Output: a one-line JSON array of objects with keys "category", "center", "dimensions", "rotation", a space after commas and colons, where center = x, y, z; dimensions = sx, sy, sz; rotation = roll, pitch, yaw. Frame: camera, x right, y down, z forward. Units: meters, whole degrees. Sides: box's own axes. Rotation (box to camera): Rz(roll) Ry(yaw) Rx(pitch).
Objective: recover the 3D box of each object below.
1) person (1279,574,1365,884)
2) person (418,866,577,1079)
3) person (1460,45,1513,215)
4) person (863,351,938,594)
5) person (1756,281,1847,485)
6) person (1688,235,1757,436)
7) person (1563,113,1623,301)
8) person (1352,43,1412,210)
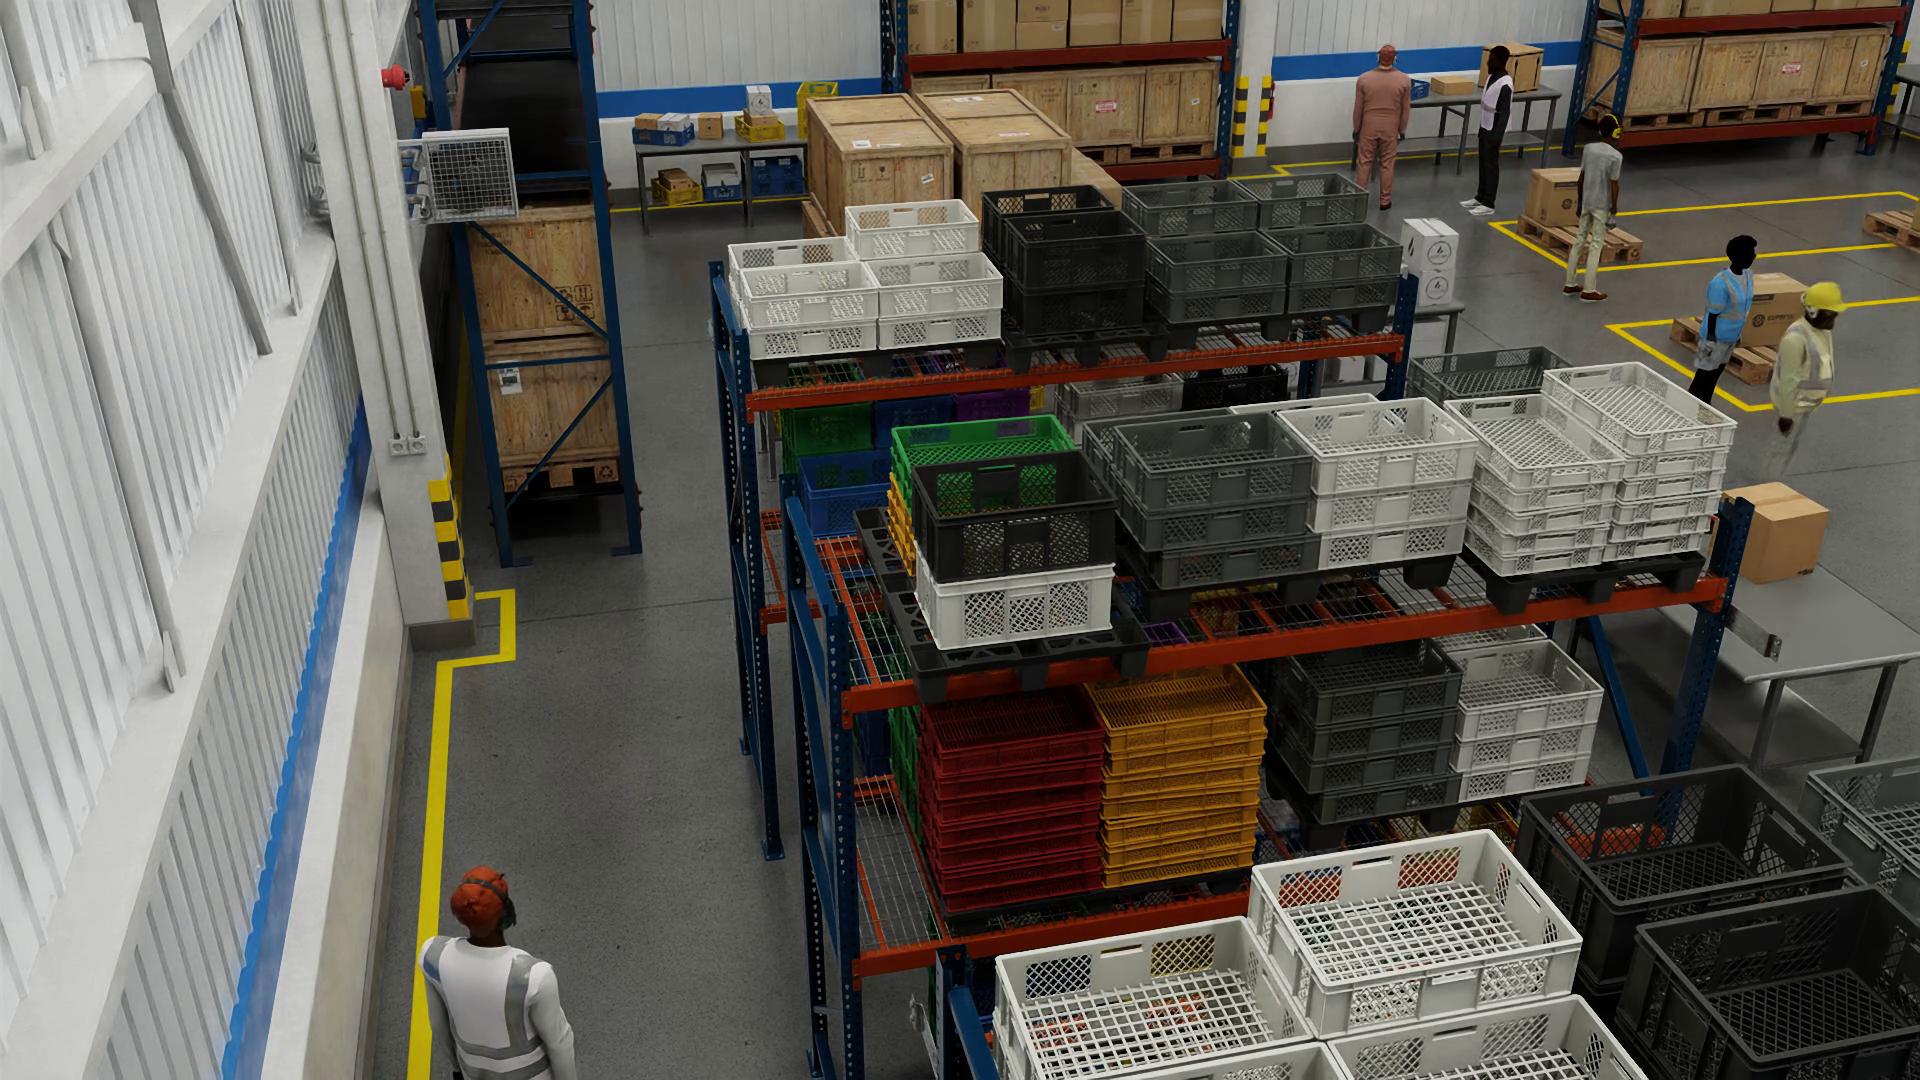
[{"category": "person", "center": [1.847, 1.052, 8.288], "dimensions": [0.697, 1.906, 0.417], "rotation": [20, 34, 33]}, {"category": "person", "center": [-1.728, 2.044, 6.422], "dimensions": [0.577, 1.884, 0.353], "rotation": [7, 29, 14]}, {"category": "person", "center": [6.168, -4.748, 19.271], "dimensions": [0.375, 1.917, 0.599], "rotation": [0, 28, -1]}, {"category": "person", "center": [-0.316, -0.451, 11.243], "dimensions": [0.653, 1.805, 0.456], "rotation": [-15, 31, -25]}, {"category": "person", "center": [6.215, -1.043, 12.335], "dimensions": [0.404, 1.832, 0.597], "rotation": [23, 35, 36]}, {"category": "person", "center": [6.278, -1.689, 13.702], "dimensions": [0.535, 1.697, 0.318], "rotation": [-22, 35, -35]}, {"category": "person", "center": [6.372, -3.326, 16.619], "dimensions": [0.328, 1.877, 0.511], "rotation": [-14, 31, -25]}, {"category": "person", "center": [4.894, -4.811, 19.403], "dimensions": [0.643, 1.909, 0.410], "rotation": [5, 28, 10]}]
